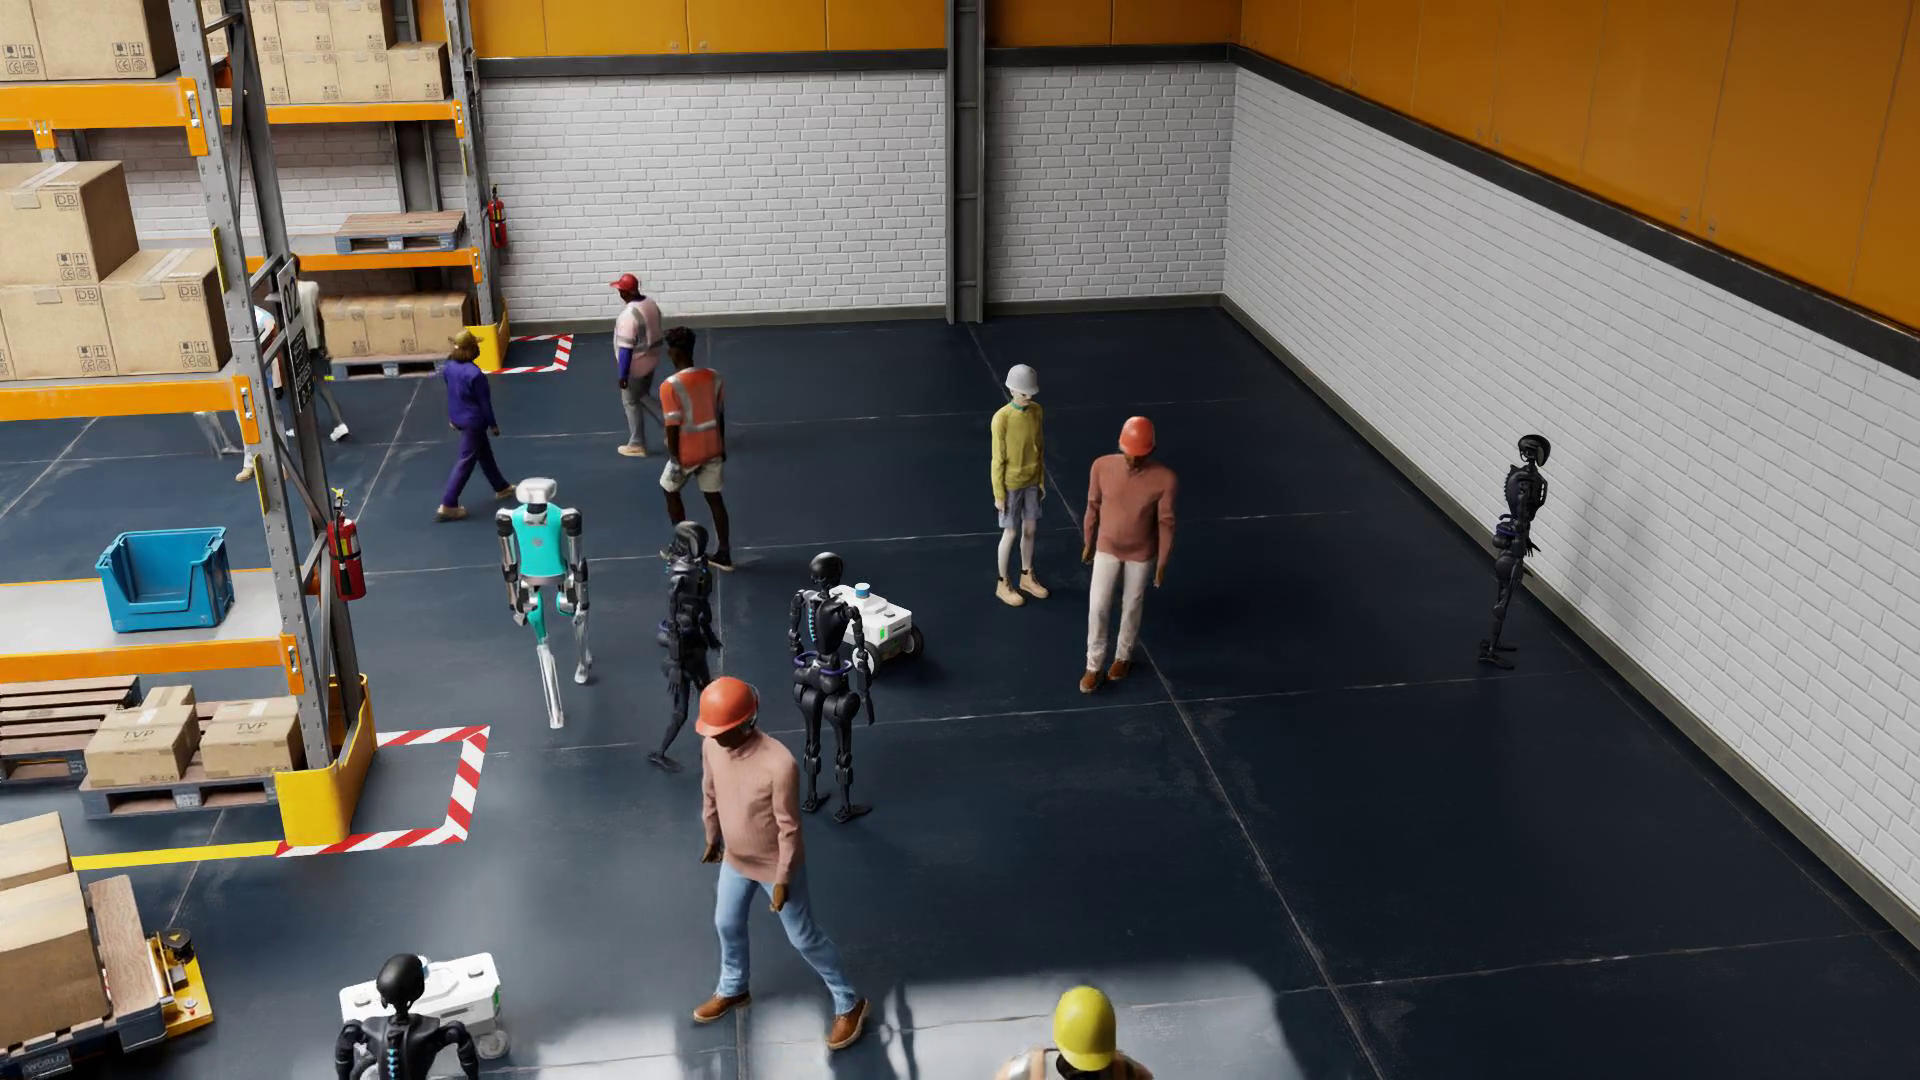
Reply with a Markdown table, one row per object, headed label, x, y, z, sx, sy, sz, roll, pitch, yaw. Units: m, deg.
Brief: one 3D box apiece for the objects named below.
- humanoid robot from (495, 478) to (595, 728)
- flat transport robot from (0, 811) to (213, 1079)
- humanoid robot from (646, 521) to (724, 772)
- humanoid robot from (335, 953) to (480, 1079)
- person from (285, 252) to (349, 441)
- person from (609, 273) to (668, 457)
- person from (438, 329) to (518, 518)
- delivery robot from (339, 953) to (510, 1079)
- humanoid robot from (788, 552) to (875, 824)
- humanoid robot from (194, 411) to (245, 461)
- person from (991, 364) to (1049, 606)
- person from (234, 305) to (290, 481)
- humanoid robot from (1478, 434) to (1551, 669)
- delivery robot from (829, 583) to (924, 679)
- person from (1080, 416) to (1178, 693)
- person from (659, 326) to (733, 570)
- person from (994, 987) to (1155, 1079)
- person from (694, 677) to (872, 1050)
| label | x | y | z | sx | sy | sz | roll | pitch | yaw |
| --- | --- | --- | --- | --- | --- | --- | --- | --- | --- |
| humanoid robot | -2.655 | 0.293 | 10.934 | 0.541 | 1.756 | 1.018 | -2 | 24 | -4 |
| flat transport robot | -4.450 | 2.339 | 8.068 | 1.431 | 0.231 | 0.659 | -14 | 27 | -28 |
| humanoid robot | -1.696 | 0.642 | 10.225 | 0.436 | 1.654 | 0.613 | 5 | 24 | 12 |
| humanoid robot | -2.103 | 2.296 | 6.436 | 0.606 | 1.642 | 0.589 | -1 | 24 | -2 |
| person | -6.114 | -1.787 | 15.558 | 0.856 | 1.853 | 0.522 | 16 | 28 | 32 |
| person | -2.907 | -1.592 | 15.196 | 0.501 | 1.732 | 0.632 | 8 | 25 | 18 |
| person | -4.149 | -0.994 | 14.019 | 0.472 | 1.587 | 0.838 | 20 | 31 | 39 |
| delivery robot | -2.561 | 2.258 | 7.905 | 0.805 | 0.601 | 0.499 | -10 | 26 | -22 |
| humanoid robot | -0.774 | 0.843 | 9.707 | 0.599 | 1.657 | 0.315 | 16 | 28 | 31 |
| humanoid robot | -6.804 | -1.550 | 15.168 | 0.738 | 1.817 | 0.542 | 1 | 24 | 3 |
| person | 0.431 | -0.420 | 12.357 | 0.490 | 1.880 | 0.411 | -19 | 30 | -36 |
| person | -6.229 | -1.384 | 14.595 | 0.633 | 1.839 | 0.429 | 5 | 24 | 11 |
| humanoid robot | 3.854 | 0.050 | 11.512 | 0.315 | 1.657 | 0.599 | 10 | 26 | 21 |
| delivery robot | -0.661 | 0.608 | 11.680 | 0.811 | 0.613 | 0.499 | 20 | 30 | 37 |
| person | 1.094 | 0.111 | 11.039 | 0.632 | 1.958 | 0.743 | 7 | 25 | 15 |
| person | -2.088 | -0.706 | 12.960 | 0.727 | 1.917 | 0.632 | 20 | 30 | 38 |
| person | 0.397 | 2.351 | 6.014 | 0.591 | 1.899 | 0.801 | 1 | 24 | 2 |
| person | -0.901 | 1.508 | 7.874 | 0.837 | 1.955 | 0.579 | 17 | 29 | 34 |
